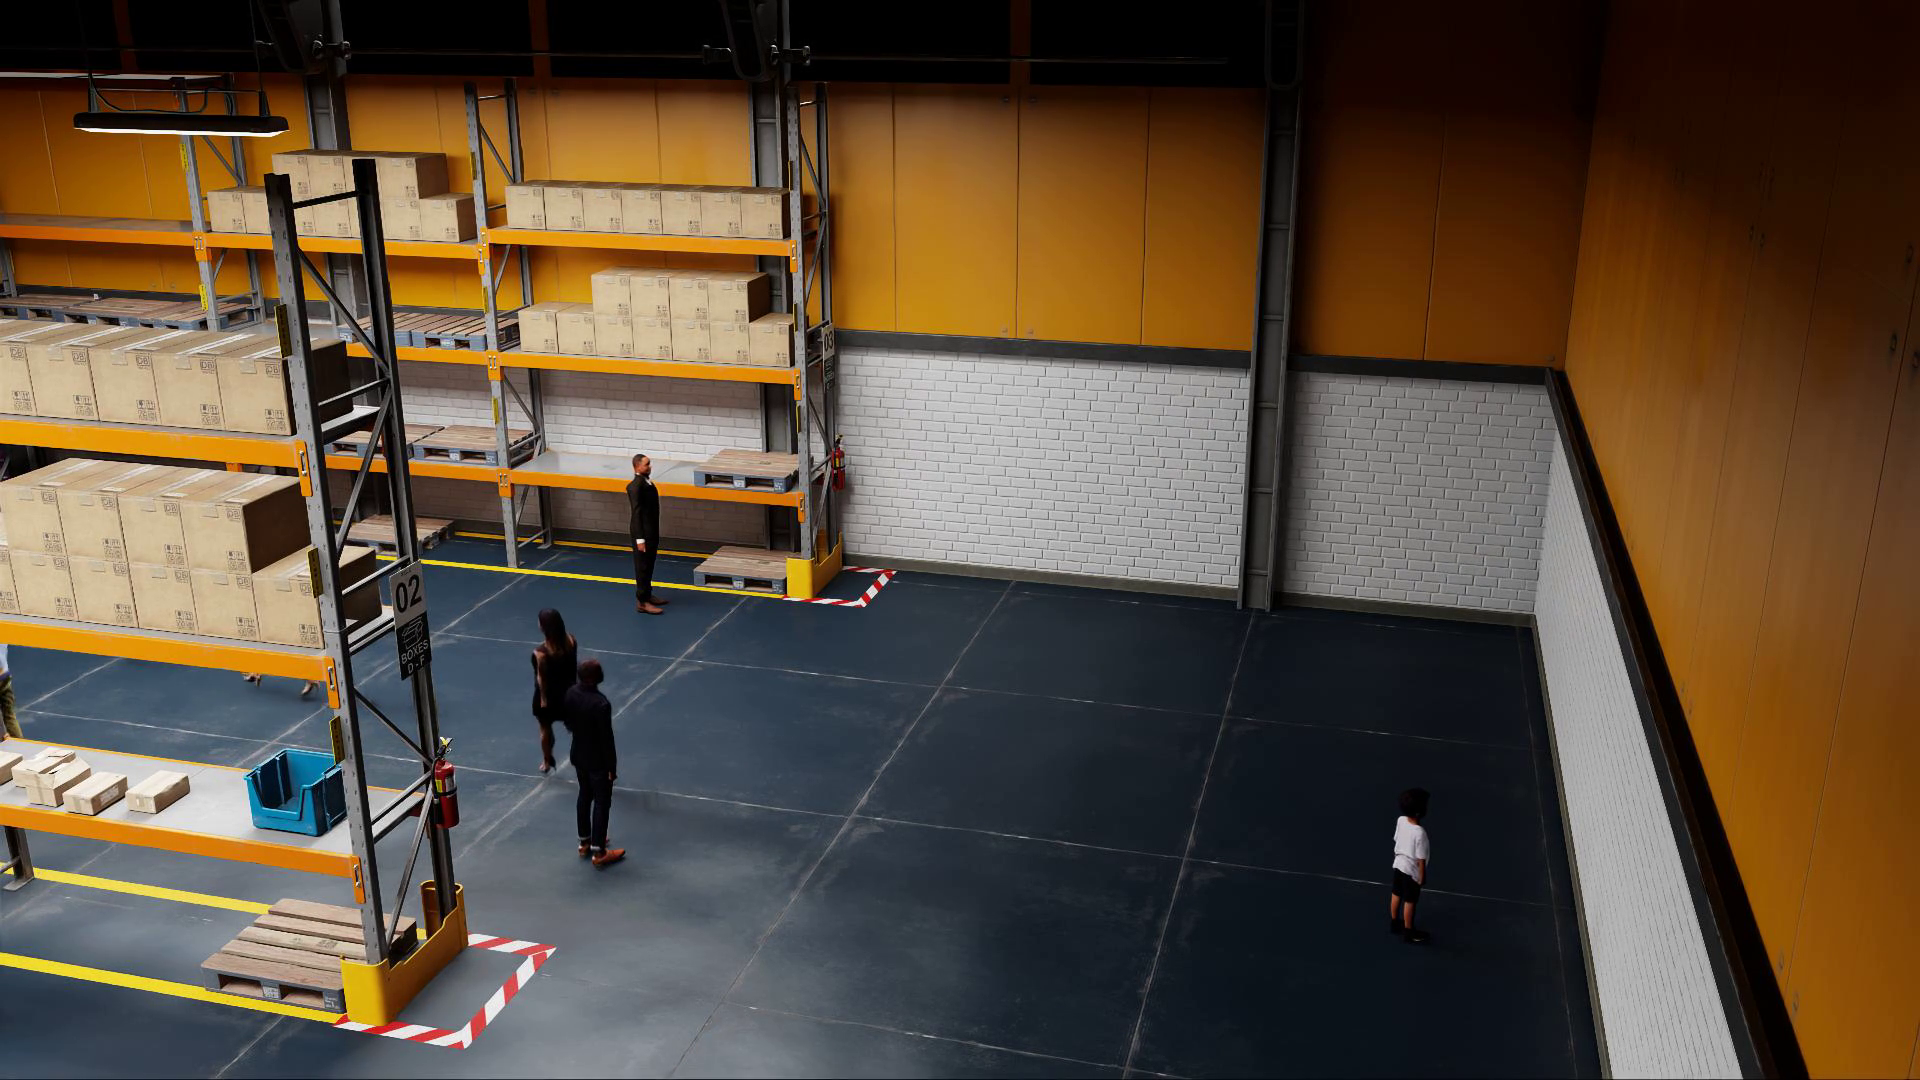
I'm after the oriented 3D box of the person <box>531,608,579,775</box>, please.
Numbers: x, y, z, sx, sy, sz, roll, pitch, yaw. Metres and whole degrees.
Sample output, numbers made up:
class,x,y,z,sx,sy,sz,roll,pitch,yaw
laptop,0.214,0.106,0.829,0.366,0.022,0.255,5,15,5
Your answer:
class,x,y,z,sx,sy,sz,roll,pitch,yaw
person,-3.634,1.459,15.319,1.112,1.688,0.858,12,22,31

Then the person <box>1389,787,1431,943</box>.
class,x,y,z,sx,sy,sz,roll,pitch,yaw
person,3.480,2.502,12.888,0.629,1.262,0.579,-7,20,-21

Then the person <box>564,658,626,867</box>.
class,x,y,z,sx,sy,sz,roll,pitch,yaw
person,-3.099,1.842,13.978,0.723,1.818,0.840,17,25,41

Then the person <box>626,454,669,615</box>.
class,x,y,z,sx,sy,sz,roll,pitch,yaw
person,-3.720,-0.094,19.590,0.679,1.905,0.728,1,19,3
